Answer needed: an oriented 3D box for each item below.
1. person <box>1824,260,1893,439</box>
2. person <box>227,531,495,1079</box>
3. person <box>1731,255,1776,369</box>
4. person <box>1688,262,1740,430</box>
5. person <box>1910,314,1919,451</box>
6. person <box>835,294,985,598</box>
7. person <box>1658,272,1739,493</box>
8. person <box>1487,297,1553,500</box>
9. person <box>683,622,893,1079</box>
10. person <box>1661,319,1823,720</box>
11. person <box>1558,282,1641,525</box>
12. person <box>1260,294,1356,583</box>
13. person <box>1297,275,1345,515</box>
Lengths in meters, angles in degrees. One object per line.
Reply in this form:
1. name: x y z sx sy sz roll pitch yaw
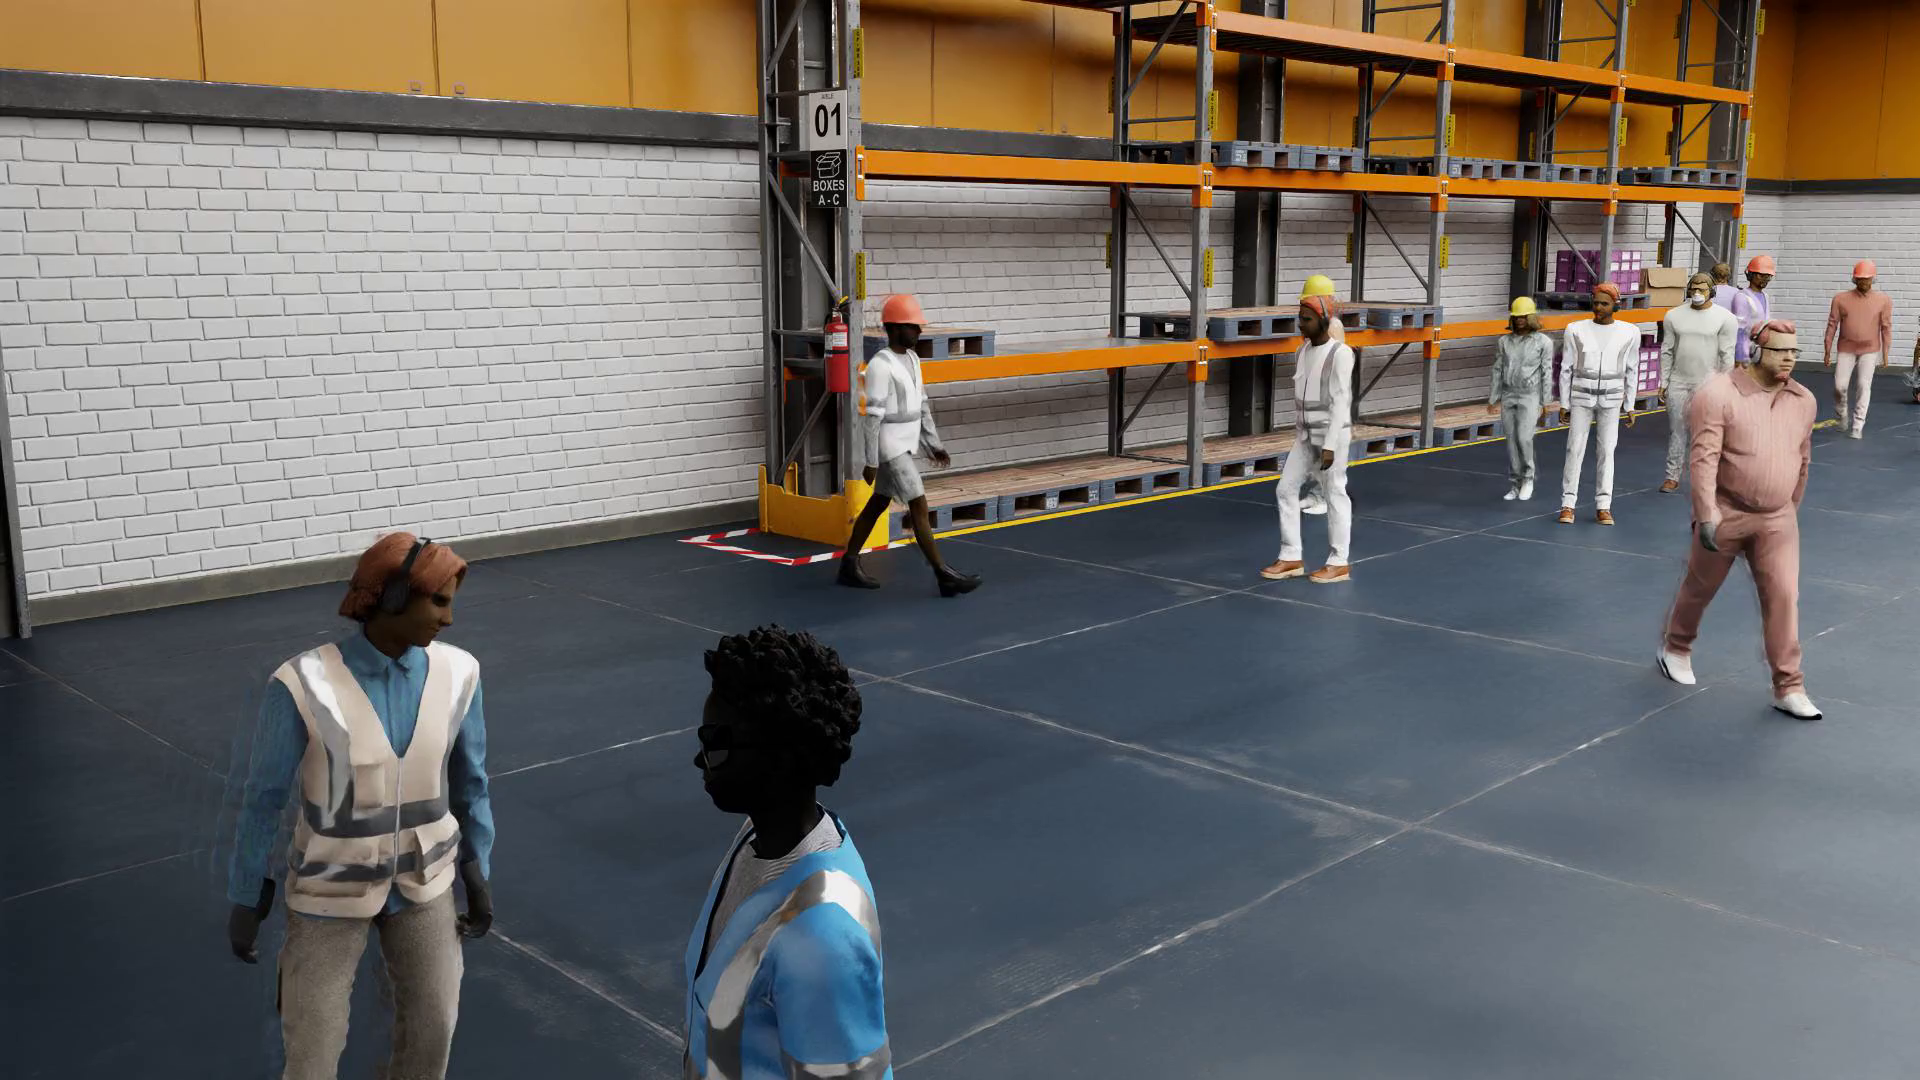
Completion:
1. person: 9.937 -2.109 18.417 0.658 1.974 0.509 5 12 27
2. person: -1.333 0.790 3.615 0.666 1.607 0.338 -9 14 -41
3. person: 8.154 -1.907 17.144 0.609 2.040 0.394 -9 14 -40
4. person: 8.620 -2.194 18.983 0.638 1.938 0.356 -1 10 -3
5. person: 9.910 -1.733 16.823 0.482 1.818 1.001 7 12 34
6. person: -0.358 -0.582 10.366 1.039 1.882 0.552 3 11 17
7. person: 6.367 -1.347 14.409 0.622 1.932 0.368 10 14 44
8. person: 4.712 -1.183 14.039 0.496 1.724 0.433 10 14 43
9. person: -0.250 0.957 2.466 0.319 1.697 0.533 -3 11 -16
10. person: 3.775 -0.135 8.007 0.654 1.859 1.005 -1 10 -4
11. person: 4.950 -1.057 12.932 0.573 1.885 0.357 3 11 17
12. person: 2.250 -0.630 10.660 0.699 1.861 0.599 -5 12 -25
13. person: 2.888 -1.166 13.417 0.381 1.922 0.594 -1 10 -5
